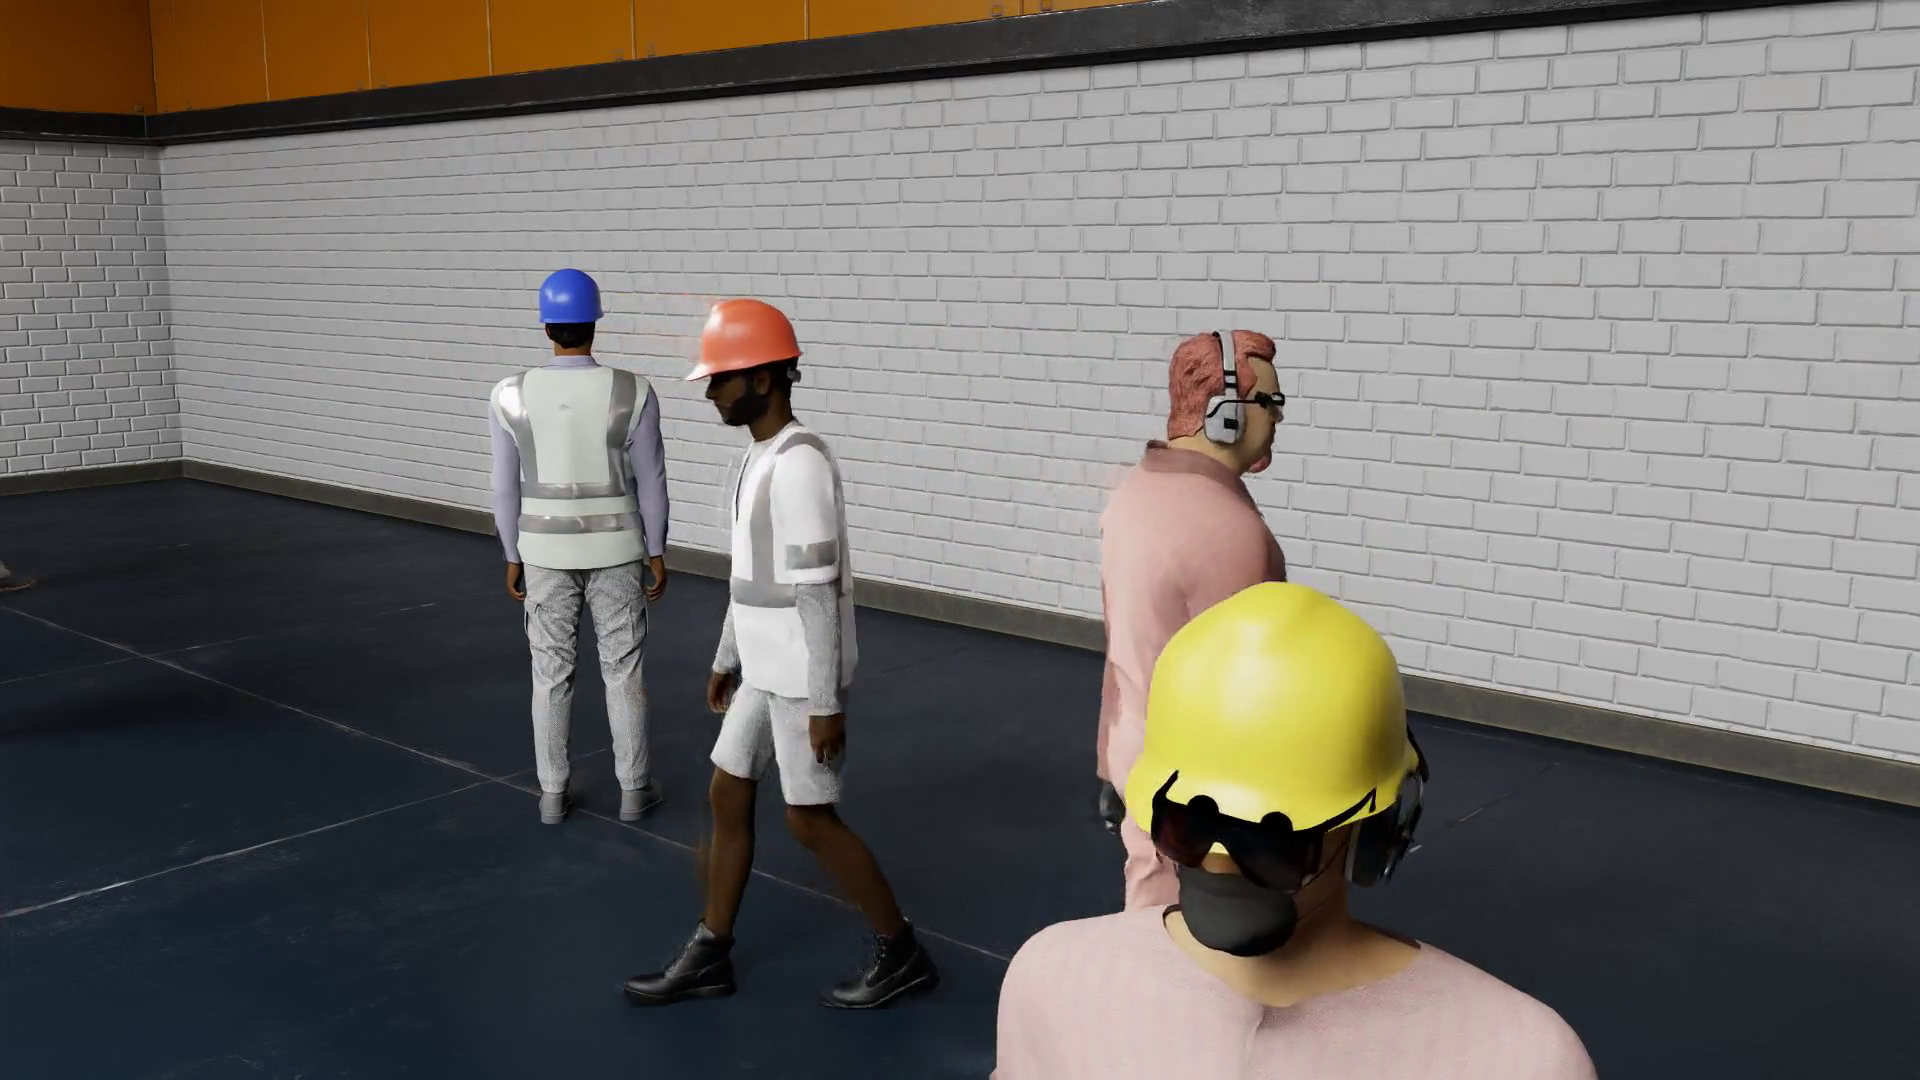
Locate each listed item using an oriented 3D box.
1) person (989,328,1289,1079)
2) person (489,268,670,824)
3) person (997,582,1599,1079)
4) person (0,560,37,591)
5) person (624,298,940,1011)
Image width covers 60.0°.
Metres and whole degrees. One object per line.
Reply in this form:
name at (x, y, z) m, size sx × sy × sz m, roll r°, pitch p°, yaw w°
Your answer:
person at (0.410, 0.501, 3.437) m, size 0.903 × 1.874 × 0.635 m, roll -1°, pitch 10°, yaw -7°
person at (-1.319, 0.036, 5.831) m, size 0.605 × 1.951 × 0.380 m, roll -1°, pitch 10°, yaw -4°
person at (0.256, 0.899, 1.453) m, size 0.533 × 1.765 × 0.329 m, roll 4°, pitch 11°, yaw 21°
person at (-5.806, -0.600, 9.473) m, size 0.627 × 1.956 × 0.827 m, roll 8°, pitch 13°, yaw 39°
person at (-0.498, 0.334, 4.339) m, size 0.820 × 1.896 × 0.582 m, roll -3°, pitch 10°, yaw -16°
